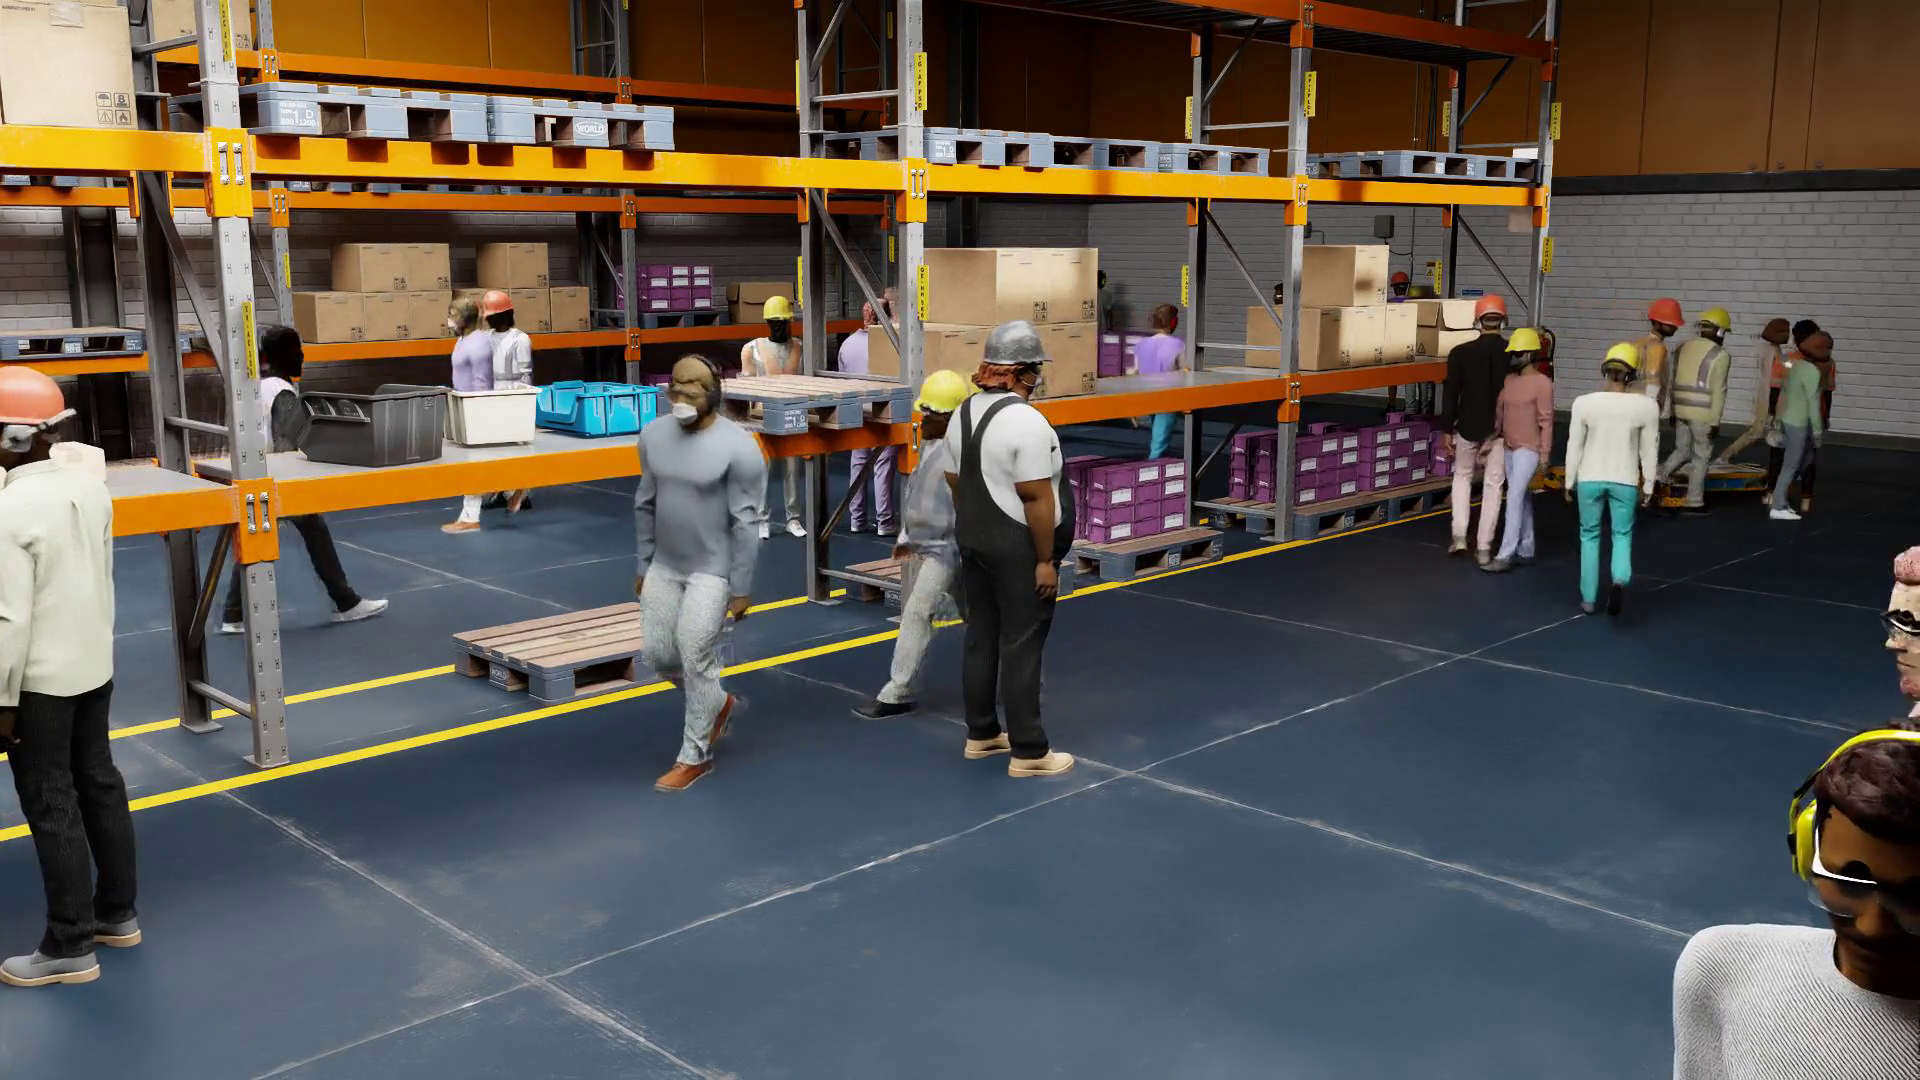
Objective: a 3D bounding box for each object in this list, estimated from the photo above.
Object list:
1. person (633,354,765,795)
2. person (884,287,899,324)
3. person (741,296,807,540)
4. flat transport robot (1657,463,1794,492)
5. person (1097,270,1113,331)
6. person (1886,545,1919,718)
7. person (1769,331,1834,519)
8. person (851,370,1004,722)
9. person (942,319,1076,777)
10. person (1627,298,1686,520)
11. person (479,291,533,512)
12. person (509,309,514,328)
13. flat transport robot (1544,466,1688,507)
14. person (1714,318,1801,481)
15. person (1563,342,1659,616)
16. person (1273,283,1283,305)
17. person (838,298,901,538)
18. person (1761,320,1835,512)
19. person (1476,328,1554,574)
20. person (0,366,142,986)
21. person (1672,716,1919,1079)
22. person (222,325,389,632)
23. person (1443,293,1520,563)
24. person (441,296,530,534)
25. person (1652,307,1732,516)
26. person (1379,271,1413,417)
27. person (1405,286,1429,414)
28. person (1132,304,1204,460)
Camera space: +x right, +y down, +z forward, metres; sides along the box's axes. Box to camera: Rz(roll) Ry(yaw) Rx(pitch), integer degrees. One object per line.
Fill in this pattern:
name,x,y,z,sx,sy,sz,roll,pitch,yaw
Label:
person,-1.108,0.138,7.231,0.662,1.915,0.517,6,12,28
person,-0.638,-1.799,17.956,0.992,1.866,0.634,-1,10,-5
person,-1.437,-0.969,13.227,0.594,1.929,0.357,-4,11,-23
flat transport robot,6.982,-0.579,15.629,1.431,0.197,0.652,-2,11,-8
person,2.144,-3.249,25.843,0.533,1.864,0.311,5,12,27
person,1.991,0.924,3.094,0.624,1.875,0.651,2,11,13
person,7.083,-0.959,14.031,0.394,1.606,0.527,2,11,10
person,-0.031,0.028,8.246,0.961,1.768,0.599,-2,11,-8
person,0.262,0.026,7.501,0.536,2.000,0.672,-7,12,-32
person,5.693,-1.087,13.971,0.735,1.901,0.576,2,11,8
person,-3.984,-1.204,14.517,0.542,1.928,0.374,5,12,27
person,-4.645,-1.543,17.034,0.388,1.684,0.538,-9,14,-41
flat transport robot,5.998,-0.503,15.218,0.652,0.197,1.431,-2,11,-8
person,7.923,-1.385,16.371,0.792,1.603,0.503,7,12,32
person,4.057,-0.354,10.392,0.540,1.747,0.532,4,11,19
person,3.738,-2.018,19.149,0.316,1.862,0.514,0,10,1
person,-0.663,-0.978,13.343,0.652,1.906,0.403,9,14,40
person,7.364,-1.089,14.609,0.551,1.667,0.556,2,11,12
person,3.946,-0.635,11.921,0.564,1.756,0.536,-3,11,-14
person,-2.946,0.437,5.381,0.378,1.995,0.622,1,10,3
person,1.076,1.117,2.038,0.521,1.865,0.313,6,12,31
person,-4.100,-0.376,10.174,0.993,1.863,0.609,-8,13,-38
person,3.905,-0.827,12.321,0.632,1.973,0.538,3,11,18
person,-3.901,-1.016,13.498,0.646,1.926,0.642,-4,11,-23
person,6.223,-1.076,14.164,0.631,1.798,0.634,-4,11,-20
person,5.794,-2.572,21.963,0.544,1.935,0.361,-3,11,-16
person,5.992,-2.478,21.972,0.492,1.740,0.325,-6,12,-30
person,1.854,-1.166,14.663,0.939,1.802,0.572,-9,14,-40
